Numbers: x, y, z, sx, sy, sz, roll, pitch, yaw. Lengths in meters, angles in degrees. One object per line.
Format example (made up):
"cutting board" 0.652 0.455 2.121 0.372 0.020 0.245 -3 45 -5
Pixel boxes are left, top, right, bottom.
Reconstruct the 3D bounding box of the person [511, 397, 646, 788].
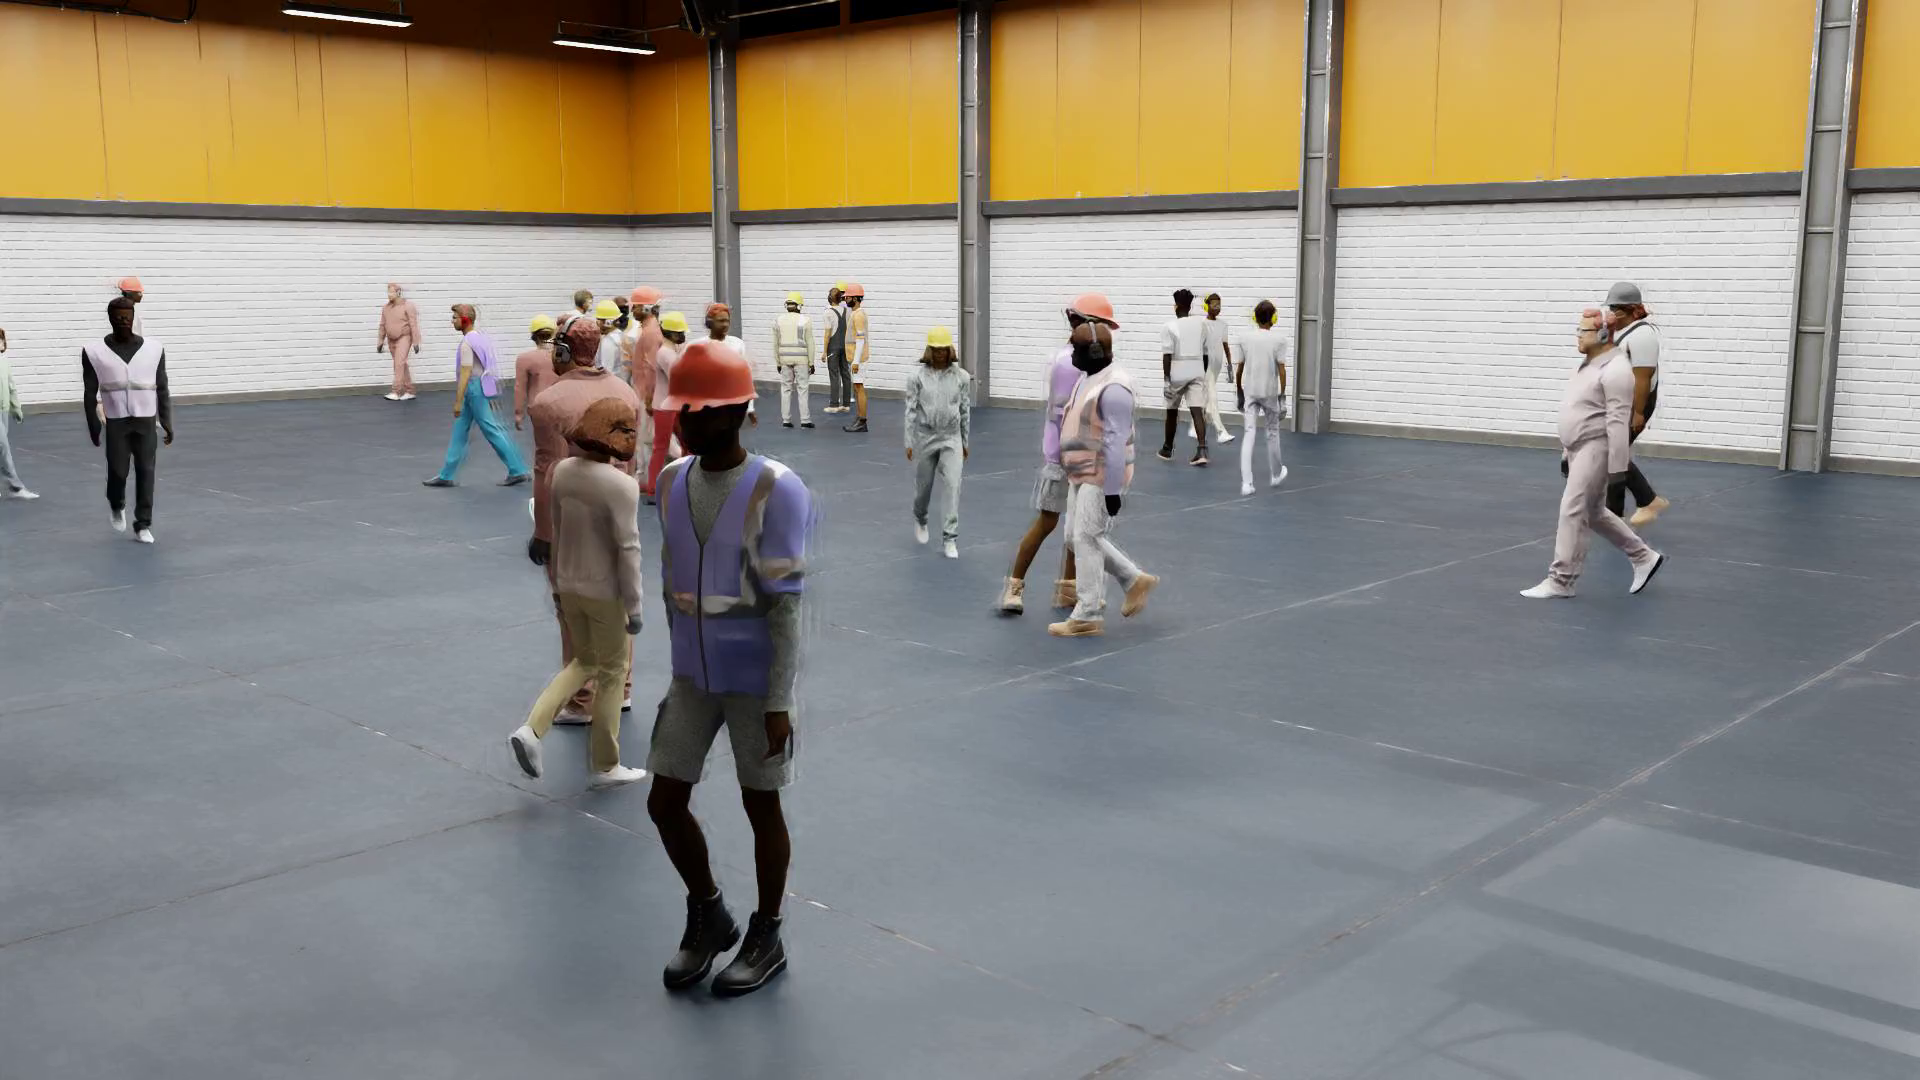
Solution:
"person" -1.514 0.233 6.679 0.533 1.612 0.494 8 12 39

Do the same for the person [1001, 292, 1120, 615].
"person" 0.608 -0.525 10.237 0.664 1.990 0.713 4 10 24

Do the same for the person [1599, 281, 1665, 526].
"person" 5.345 -1.085 13.467 0.552 2.000 0.701 1 9 4

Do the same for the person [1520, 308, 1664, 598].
"person" 4.110 -0.547 10.678 0.868 1.881 0.646 1 9 5

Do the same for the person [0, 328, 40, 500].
"person" -8.865 -1.173 15.338 0.703 1.603 0.521 1 9 4

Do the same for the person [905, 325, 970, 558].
"person" -0.174 -0.760 12.479 0.492 1.717 0.803 -1 9 -9

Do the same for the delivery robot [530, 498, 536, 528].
"delivery robot" -2.825 -0.214 12.383 0.707 0.478 0.477 1 9 7

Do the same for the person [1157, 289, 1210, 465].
"person" 2.463 -1.772 18.099 0.611 1.910 1.018 -3 10 -16

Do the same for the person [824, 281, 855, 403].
"person" -1.864 -3.117 26.269 0.592 1.926 0.366 -3 10 -19

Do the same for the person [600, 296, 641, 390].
"person" -3.934 -1.898 19.184 0.632 1.804 0.675 -3 10 -18

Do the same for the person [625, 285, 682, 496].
"person" -2.795 -1.370 15.434 0.774 1.972 0.625 -1 9 -7

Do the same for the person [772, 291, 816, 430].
"person" -2.168 -2.360 21.940 0.586 1.827 0.404 3 10 19

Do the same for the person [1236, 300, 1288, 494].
"person" 2.900 -1.370 15.898 0.549 1.820 0.985 4 10 24

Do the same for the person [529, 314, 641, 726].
"person" -1.775 -0.093 7.776 0.411 1.913 0.643 5 10 28

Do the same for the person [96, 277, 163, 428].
"person" -10.975 -2.446 21.898 0.790 2.023 0.613 -6 11 -32

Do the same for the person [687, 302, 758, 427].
"person" -2.120 -1.137 14.417 0.946 1.845 0.568 9 13 44

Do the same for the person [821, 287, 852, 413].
"person" -1.820 -2.791 24.519 0.506 1.847 0.344 -8 12 -42

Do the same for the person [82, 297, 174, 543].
"person" -6.463 -0.931 12.941 0.594 1.904 0.512 -6 11 -35

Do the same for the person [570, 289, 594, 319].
"person" -4.642 -2.139 20.448 1.040 1.874 0.618 -3 10 -19

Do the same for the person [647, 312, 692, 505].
"person" -2.499 -1.164 14.877 0.721 1.736 0.522 0 9 -3

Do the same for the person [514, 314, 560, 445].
"person" -3.630 -1.122 14.683 0.530 1.732 0.875 -7 11 -35

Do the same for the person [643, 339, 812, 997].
"person" -0.674 0.392 4.775 0.542 1.919 0.504 4 10 26

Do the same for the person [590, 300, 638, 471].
"person" -3.413 -1.424 16.227 0.421 1.816 0.597 -1 9 -3

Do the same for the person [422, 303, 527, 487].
"person" -4.711 -1.393 16.119 1.002 1.793 0.577 -2 9 -11

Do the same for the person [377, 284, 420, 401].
"person" -9.081 -3.150 26.617 0.682 1.869 0.896 5 10 27

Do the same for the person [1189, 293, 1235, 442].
"person" 3.123 -2.123 20.515 0.545 1.818 0.968 -5 11 -29

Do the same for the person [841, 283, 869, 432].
"person" -1.362 -2.370 21.658 0.357 1.938 0.542 -1 9 -6

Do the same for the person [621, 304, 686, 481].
"person" -2.835 -1.339 15.480 0.615 1.891 0.460 -3 10 -17

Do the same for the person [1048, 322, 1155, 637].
"person" 0.827 -0.354 9.644 0.626 1.819 0.641 -2 9 -11
